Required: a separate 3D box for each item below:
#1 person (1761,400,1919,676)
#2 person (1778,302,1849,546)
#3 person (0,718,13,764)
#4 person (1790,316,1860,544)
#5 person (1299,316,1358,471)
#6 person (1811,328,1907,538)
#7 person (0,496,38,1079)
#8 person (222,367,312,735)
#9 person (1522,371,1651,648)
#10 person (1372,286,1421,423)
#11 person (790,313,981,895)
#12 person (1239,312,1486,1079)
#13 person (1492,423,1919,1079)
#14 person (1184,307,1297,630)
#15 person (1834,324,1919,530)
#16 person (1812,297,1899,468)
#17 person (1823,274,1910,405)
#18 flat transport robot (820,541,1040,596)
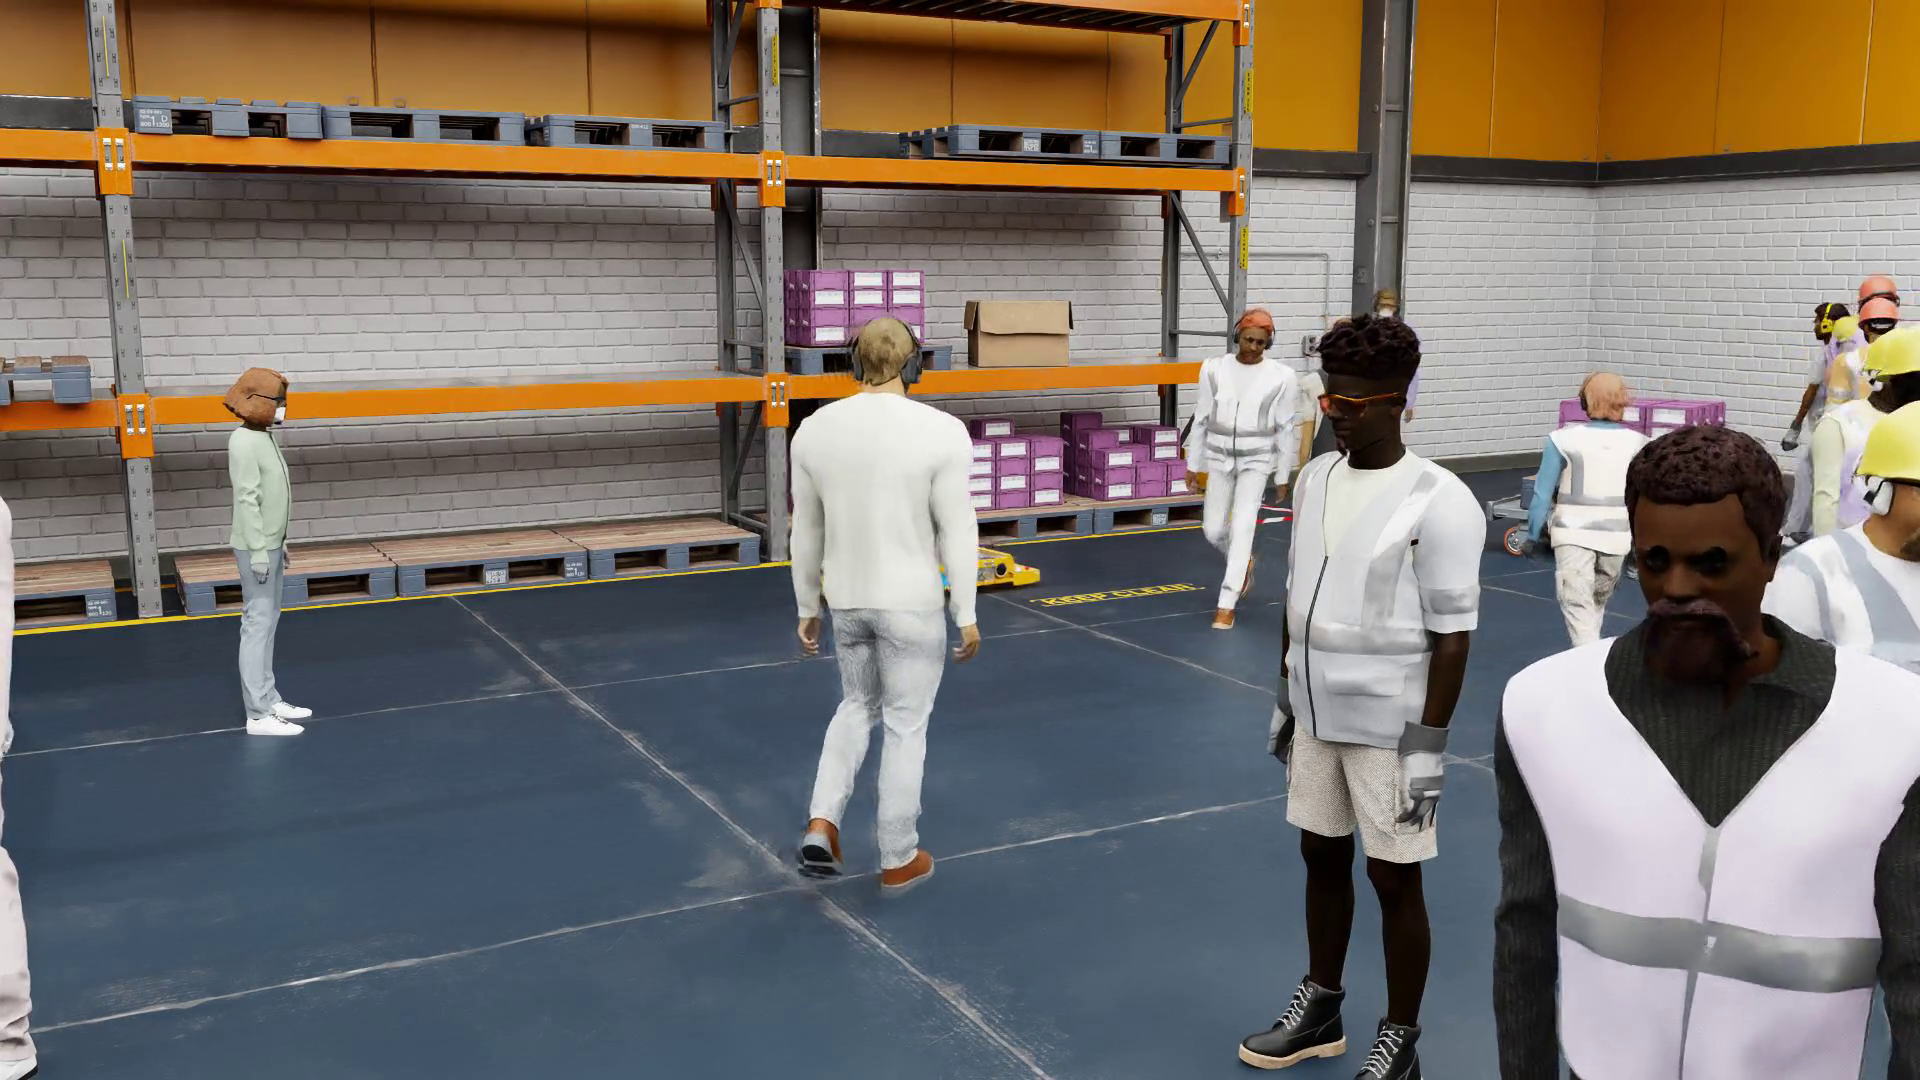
[{"bbox_3d":[2.072,0.577,3.744,0.617,1.785,0.920,-1,9,-7],"label":"person"},{"bbox_3d":[6.310,-0.803,12.036,0.508,1.831,0.918,-8,12,-40],"label":"person"},{"bbox_3d":[-3.427,0.351,5.557,0.359,1.625,0.547,-9,13,-42],"label":"person"},{"bbox_3d":[6.304,-0.714,11.778,0.545,1.709,0.850,0,9,-1],"label":"person"},{"bbox_3d":[2.172,-0.370,9.473,0.518,1.808,0.977,5,11,30],"label":"person"},{"bbox_3d":[3.802,0.038,6.902,0.589,1.822,0.408,-1,9,-7],"label":"person"},{"bbox_3d":[-2.592,0.454,4.116,0.651,1.907,0.409,7,12,36],"label":"person"},{"bbox_3d":[-3.100,0.047,7.430,0.281,1.633,0.499,-2,10,-13],"label":"person"},{"bbox_3d":[2.911,0.026,7.648,0.517,1.599,0.839,0,9,-2],"label":"person"},{"bbox_3d":[3.594,-1.204,14.209,0.664,1.909,0.797,4,10,23],"label":"person"},{"bbox_3d":[-0.256,0.230,5.445,0.642,1.927,0.478,5,10,26],"label":"person"},{"bbox_3d":[0.985,0.427,4.105,0.367,1.965,0.604,-5,11,-30],"label":"person"},{"bbox_3d":[1.050,0.759,2.359,0.599,1.881,0.934,4,10,24],"label":"person"},{"bbox_3d":[1.648,-0.432,9.691,0.644,1.851,0.692,4,10,25],"label":"person"},{"bbox_3d":[3.038,0.284,5.208,0.588,1.900,0.641,-1,9,-8],"label":"person"},{"bbox_3d":[5.888,-0.625,10.790,0.612,1.889,0.915,3,10,19],"label":"person"},{"bbox_3d":[6.431,-0.847,11.698,0.660,2.016,0.419,7,12,36],"label":"person"},{"bbox_3d":[-0.252,0.200,10.639,1.431,0.197,0.652,-6,11,-34],"label":"flat transport robot"}]
